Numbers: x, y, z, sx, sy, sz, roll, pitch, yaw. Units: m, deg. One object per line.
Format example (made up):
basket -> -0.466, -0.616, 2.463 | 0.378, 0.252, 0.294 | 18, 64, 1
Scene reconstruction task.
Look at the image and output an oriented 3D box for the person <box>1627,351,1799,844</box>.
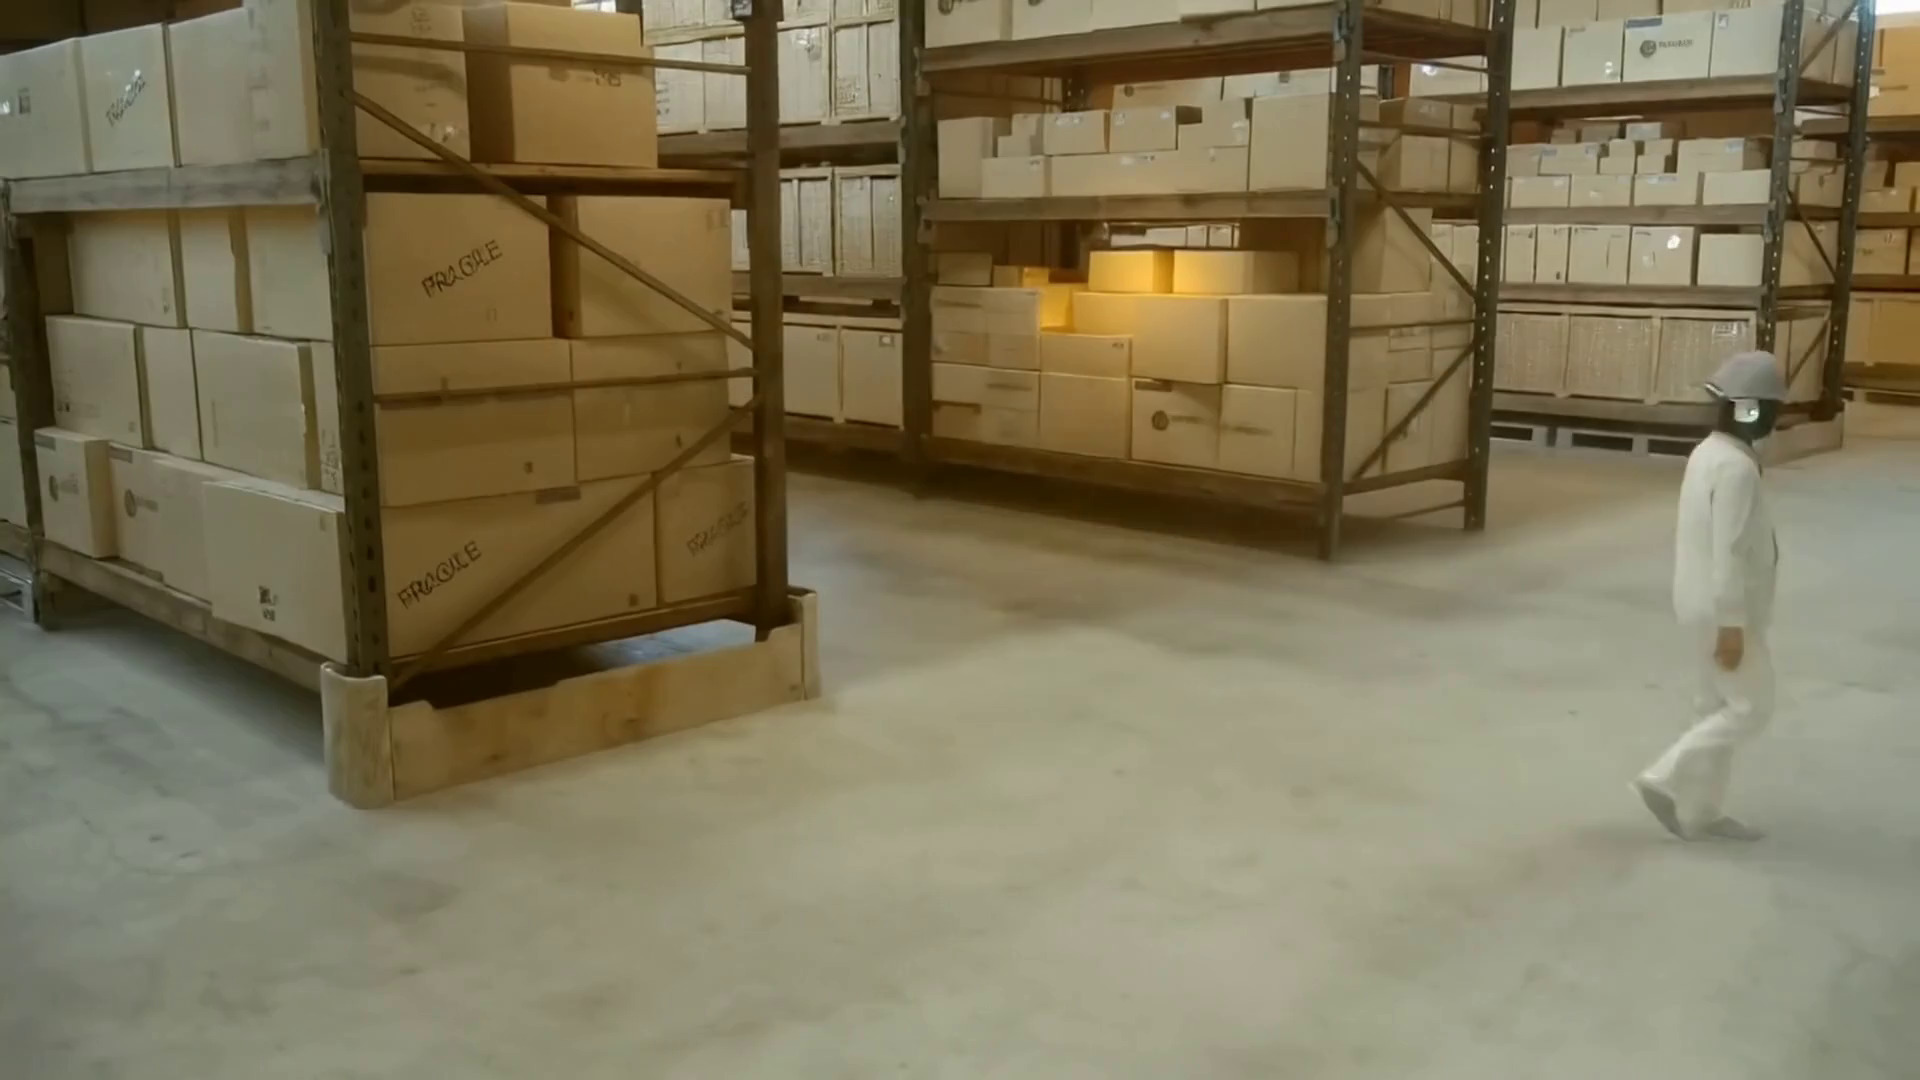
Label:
person -> 2.634, 0.218, 5.752 | 0.399, 1.738, 0.590 | 3, 11, 15
